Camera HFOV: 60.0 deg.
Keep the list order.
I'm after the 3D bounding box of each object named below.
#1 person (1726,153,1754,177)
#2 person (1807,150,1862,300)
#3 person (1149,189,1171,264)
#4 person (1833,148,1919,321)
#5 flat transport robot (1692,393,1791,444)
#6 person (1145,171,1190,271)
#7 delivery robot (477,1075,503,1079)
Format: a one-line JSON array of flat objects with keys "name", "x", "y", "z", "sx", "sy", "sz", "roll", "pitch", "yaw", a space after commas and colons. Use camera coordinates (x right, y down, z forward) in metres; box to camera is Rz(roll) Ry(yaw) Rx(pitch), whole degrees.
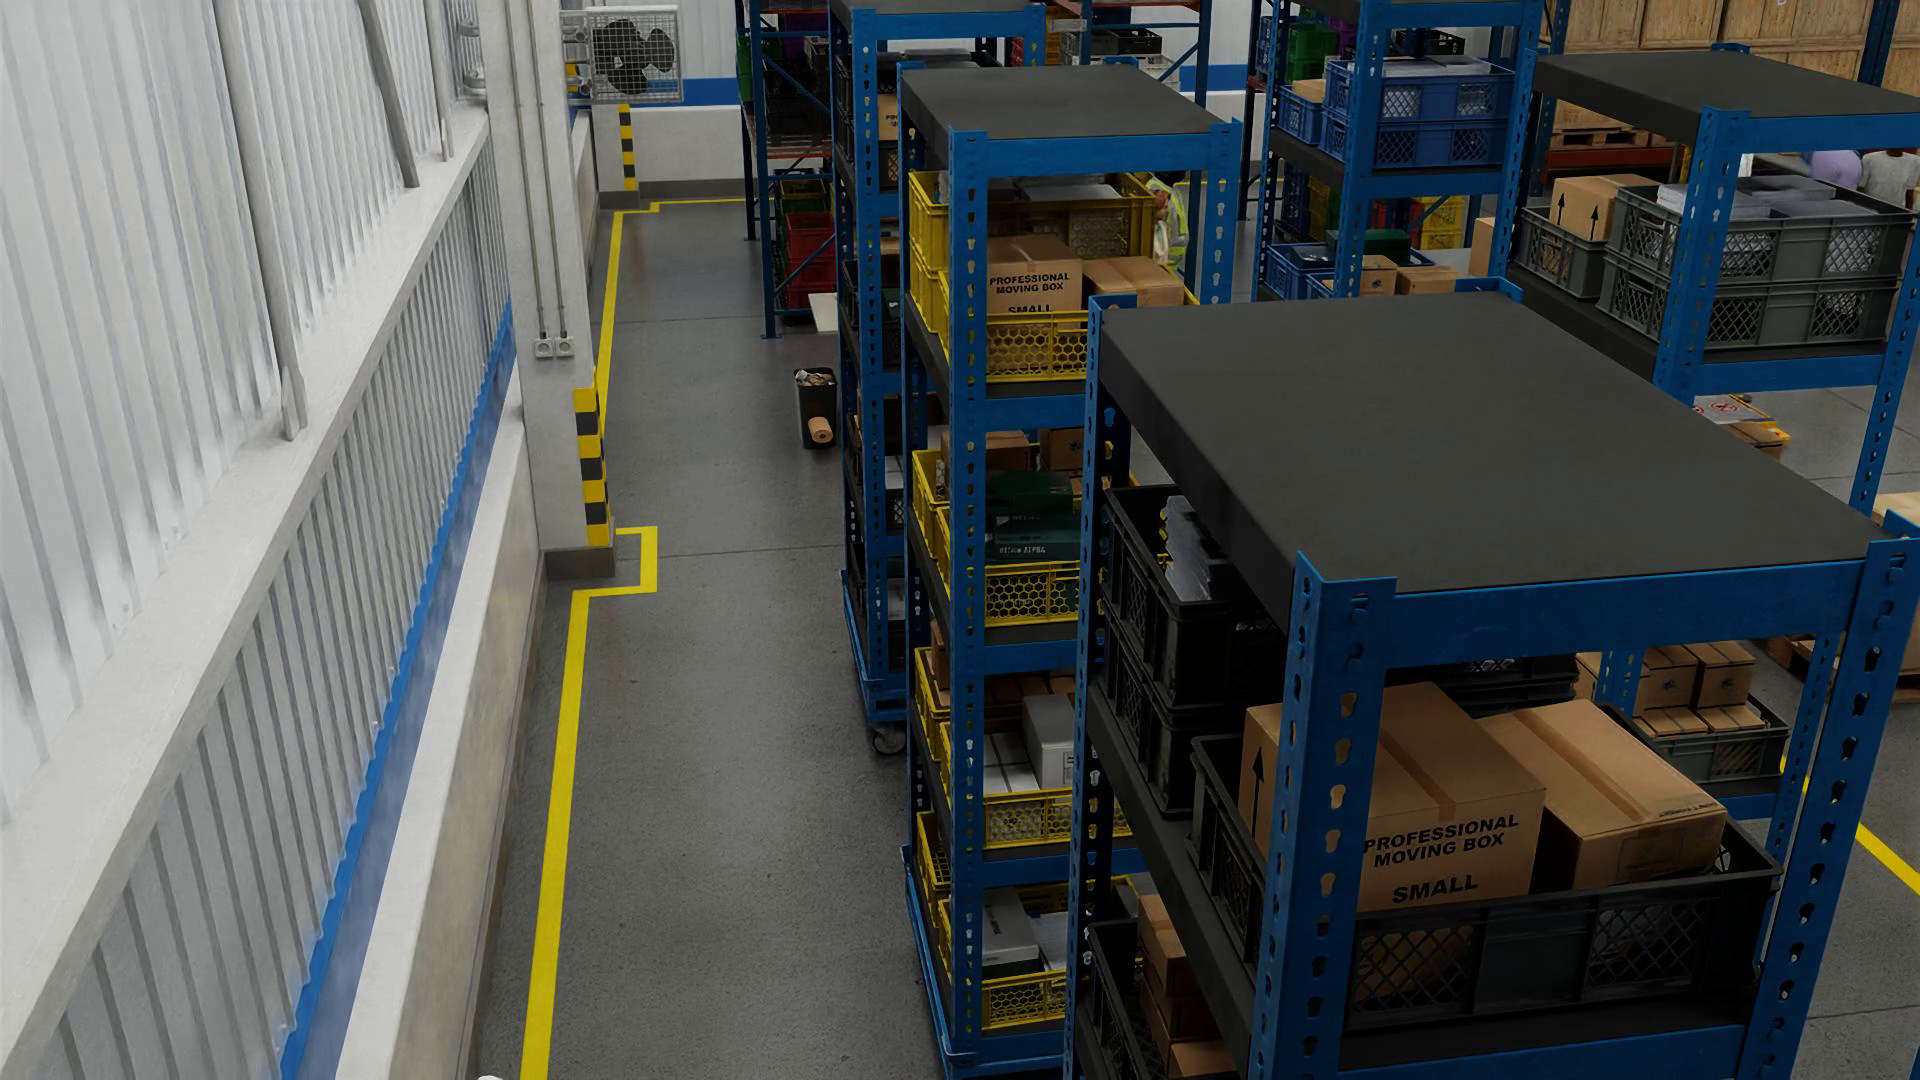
[{"name": "person", "x": 6.840, "y": -2.986, "z": 14.853, "sx": 0.566, "sy": 1.879, "sz": 0.355, "roll": -19, "pitch": 31, "yaw": -35}, {"name": "person", "x": 7.330, "y": -2.665, "z": 14.079, "sx": 0.356, "sy": 1.936, "sz": 0.635, "roll": 0, "pitch": 25, "yaw": -1}, {"name": "person", "x": 1.424, "y": -1.883, "z": 12.753, "sx": 0.324, "sy": 1.628, "sz": 0.527, "roll": 14, "pitch": 28, "yaw": 28}, {"name": "person", "x": 7.823, "y": -2.667, "z": 14.180, "sx": 0.514, "sy": 1.866, "sz": 0.338, "roll": 4, "pitch": 25, "yaw": 9}, {"name": "flat transport robot", "x": 5.224, "y": -0.859, "z": 12.132, "sx": 1.431, "sy": 0.197, "sz": 0.652, "roll": -4, "pitch": 25, "yaw": -8}, {"name": "person", "x": 1.590, "y": -2.197, "z": 13.192, "sx": 0.430, "sy": 1.836, "sz": 0.630, "roll": 7, "pitch": 26, "yaw": 14}, {"name": "delivery robot", "x": -1.383, "y": 2.020, "z": 5.429, "sx": 0.707, "sy": 0.478, "sz": 0.477, "roll": 13, "pitch": 28, "yaw": 26}]
